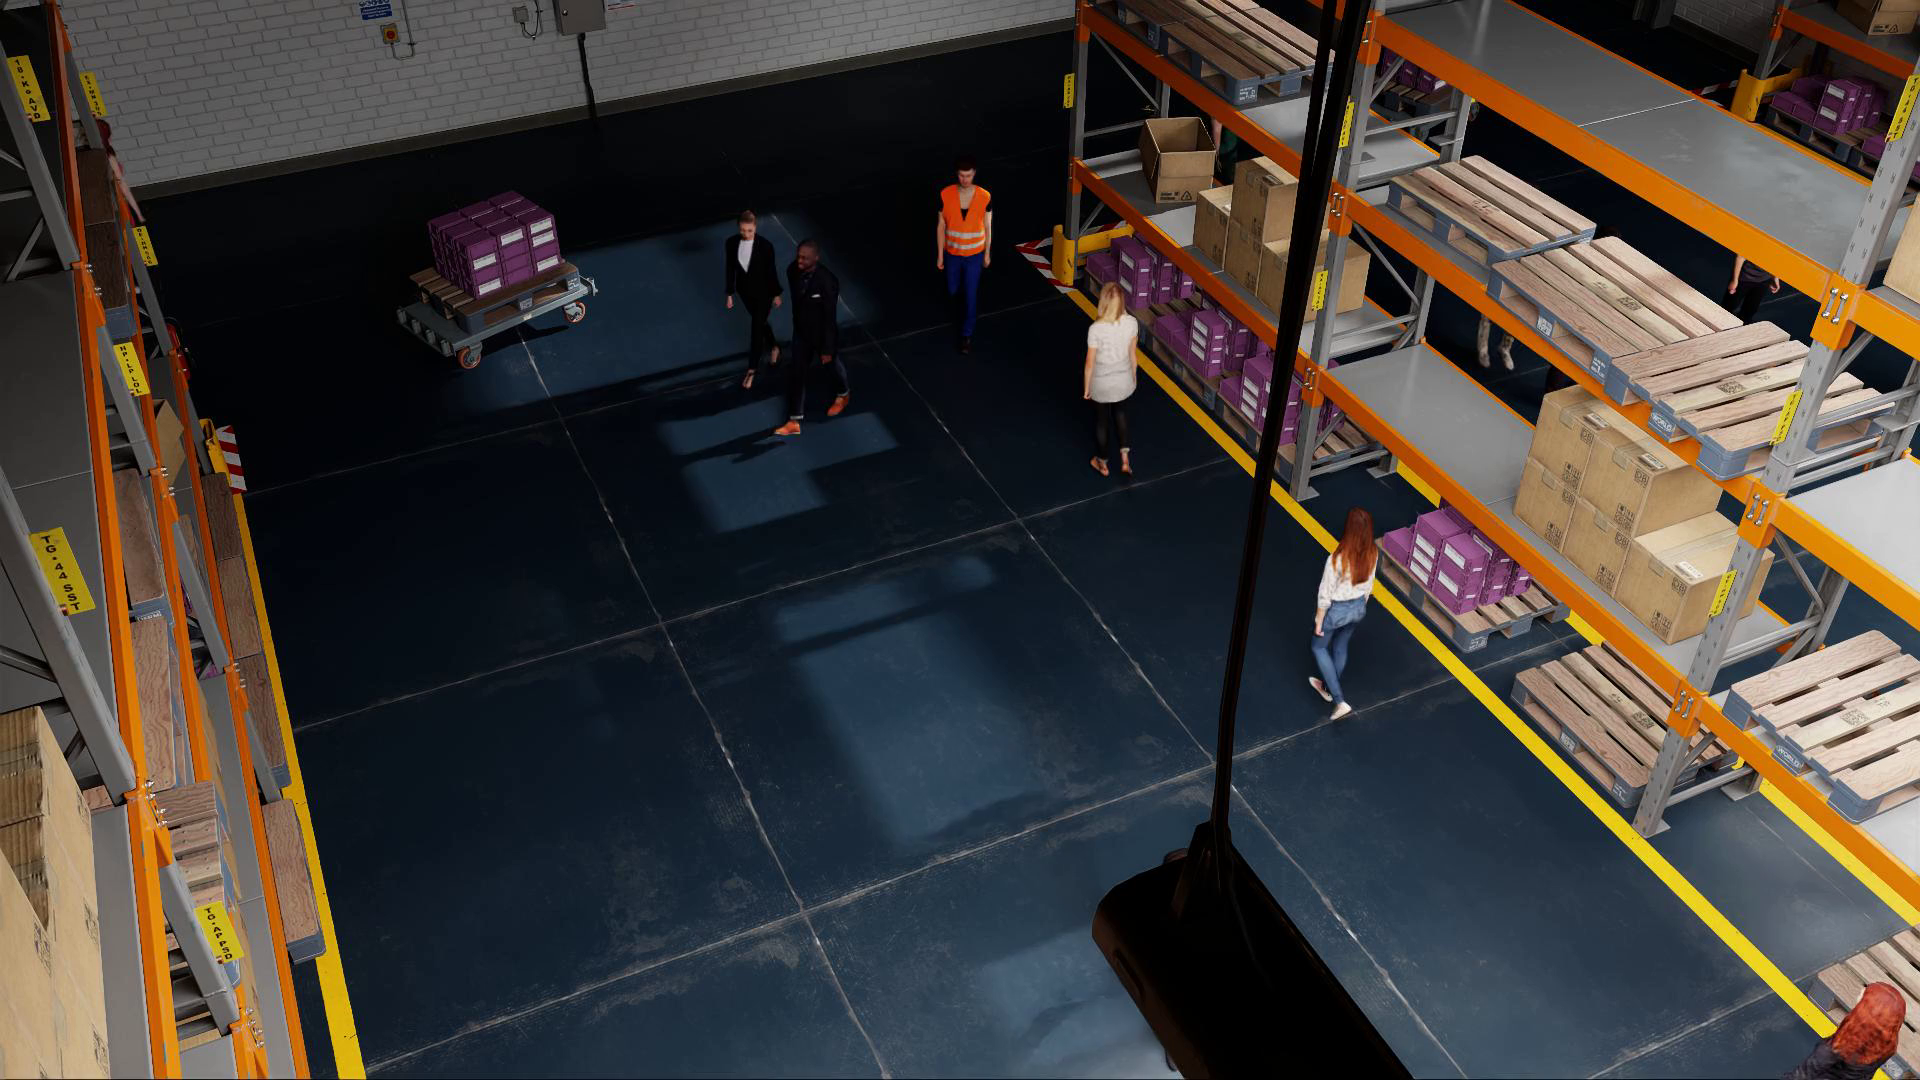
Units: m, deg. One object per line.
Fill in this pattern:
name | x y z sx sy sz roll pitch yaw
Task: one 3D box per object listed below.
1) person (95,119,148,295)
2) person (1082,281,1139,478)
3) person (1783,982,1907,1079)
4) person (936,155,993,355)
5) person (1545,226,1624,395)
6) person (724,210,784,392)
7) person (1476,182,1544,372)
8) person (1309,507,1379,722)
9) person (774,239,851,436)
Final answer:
person | -8.062 -3.100 15.732 0.823 1.788 0.913 7 39 9
person | 1.254 -1.210 13.344 0.667 1.815 0.803 -10 40 -13
person | 4.345 2.896 8.267 0.578 1.734 1.248 -15 41 -18
person | 0.047 -2.673 15.140 1.017 1.859 1.178 5 39 6
person | 5.252 -1.875 14.151 0.731 1.847 0.851 -18 42 -21
person | -1.766 -2.191 14.696 1.012 1.659 1.076 13 40 15
person | 4.852 -2.389 14.807 0.768 1.830 0.802 0 39 0
person | 2.626 0.527 11.245 0.634 1.719 0.872 -12 40 -14
person | -1.155 -1.759 14.066 1.216 1.770 1.147 24 44 27
